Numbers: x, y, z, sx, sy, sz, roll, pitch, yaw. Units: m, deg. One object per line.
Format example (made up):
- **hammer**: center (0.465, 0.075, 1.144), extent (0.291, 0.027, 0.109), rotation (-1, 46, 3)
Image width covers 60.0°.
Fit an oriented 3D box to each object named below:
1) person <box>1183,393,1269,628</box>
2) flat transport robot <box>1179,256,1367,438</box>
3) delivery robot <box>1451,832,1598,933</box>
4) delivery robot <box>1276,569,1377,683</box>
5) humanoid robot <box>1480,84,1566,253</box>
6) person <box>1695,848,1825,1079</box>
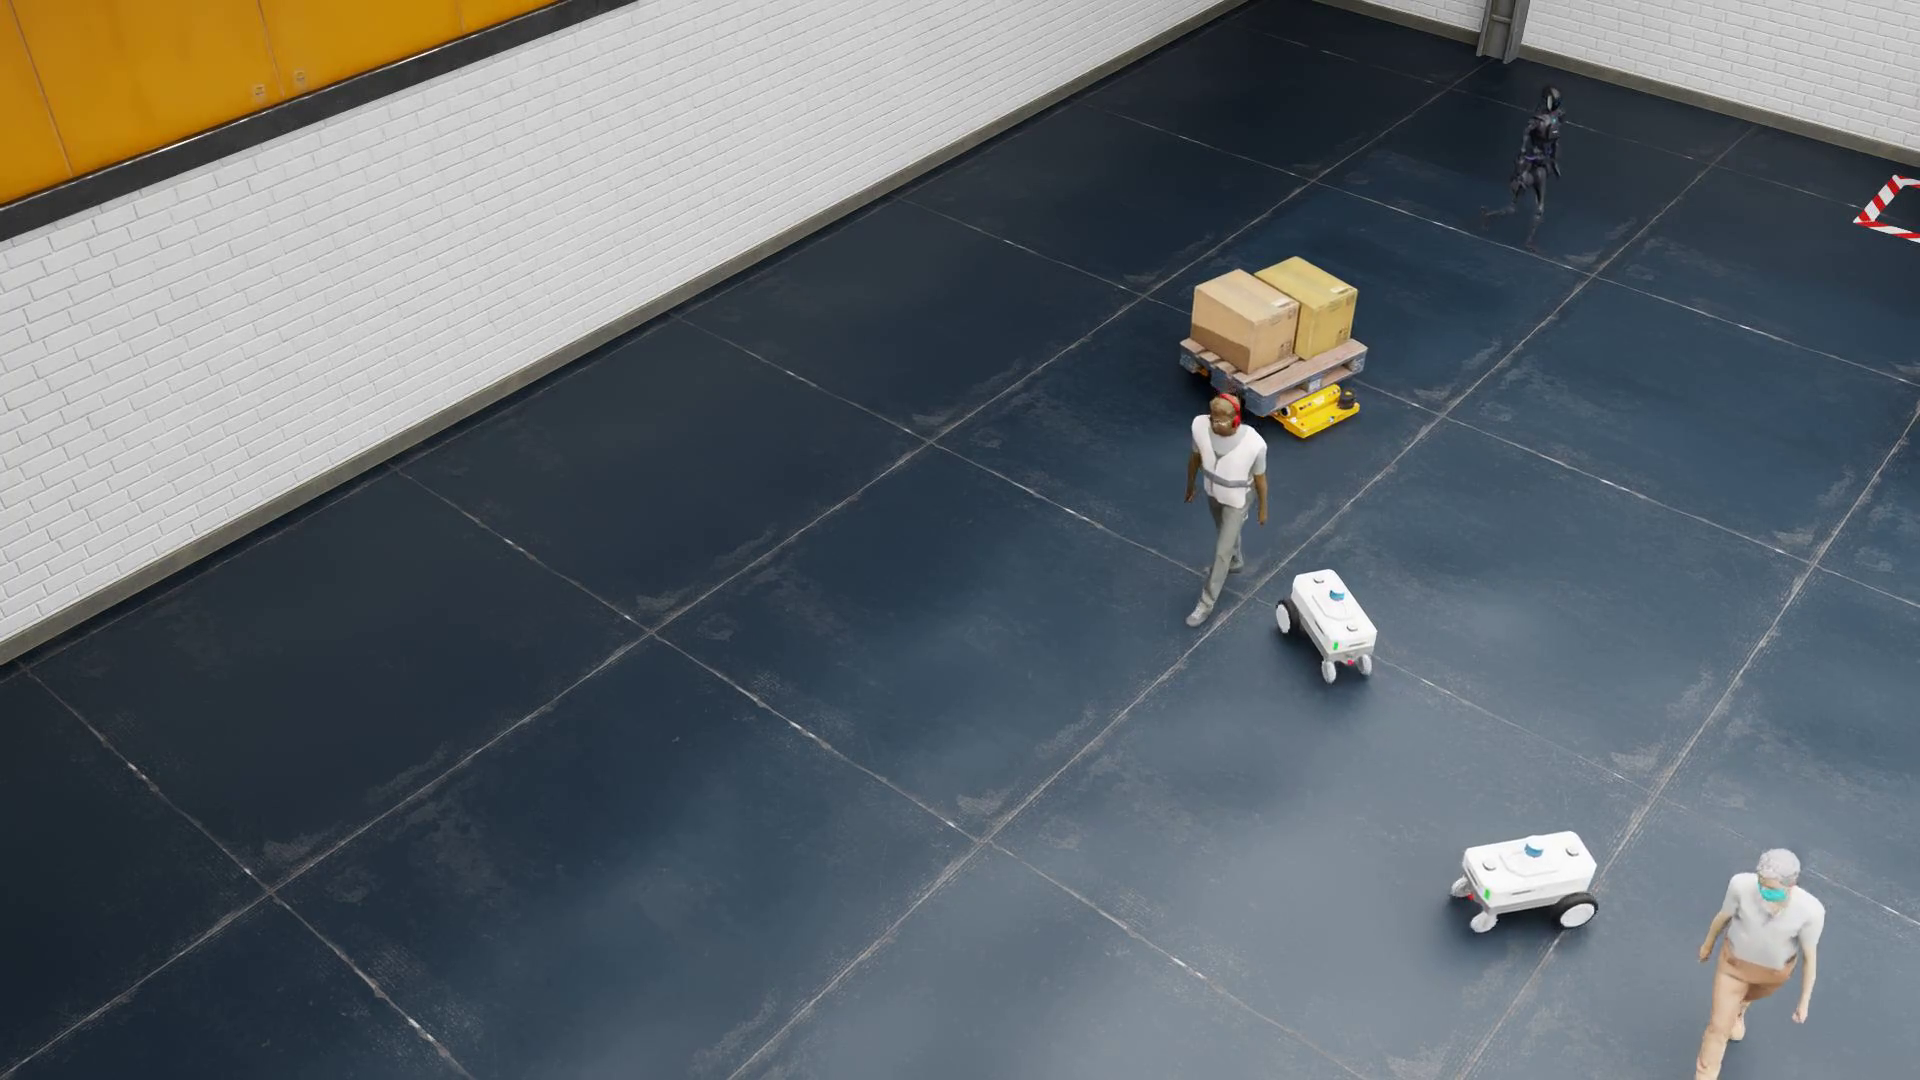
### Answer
- **person**: center (1.805, -0.293, 11.452), extent (0.825, 1.781, 0.590), rotation (-32, 48, -33)
- **flat transport robot**: center (2.605, -1.355, 13.968), extent (0.659, 0.231, 1.431), rotation (-25, 45, -27)
- **delivery robot**: center (3.305, 1.952, 9.648), extent (0.792, 0.611, 0.499), rotation (-7, 39, -9)
- **delivery robot**: center (2.539, 0.548, 11.383), extent (0.499, 0.601, 0.805), rotation (-10, 40, -12)
- **humanoid robot**: center (5.330, -3.525, 15.567), extent (0.608, 1.629, 0.683), rotation (-23, 44, -26)
- **person**: center (4.071, 2.161, 8.476), extent (0.527, 1.686, 0.937), rotation (16, 42, 19)
